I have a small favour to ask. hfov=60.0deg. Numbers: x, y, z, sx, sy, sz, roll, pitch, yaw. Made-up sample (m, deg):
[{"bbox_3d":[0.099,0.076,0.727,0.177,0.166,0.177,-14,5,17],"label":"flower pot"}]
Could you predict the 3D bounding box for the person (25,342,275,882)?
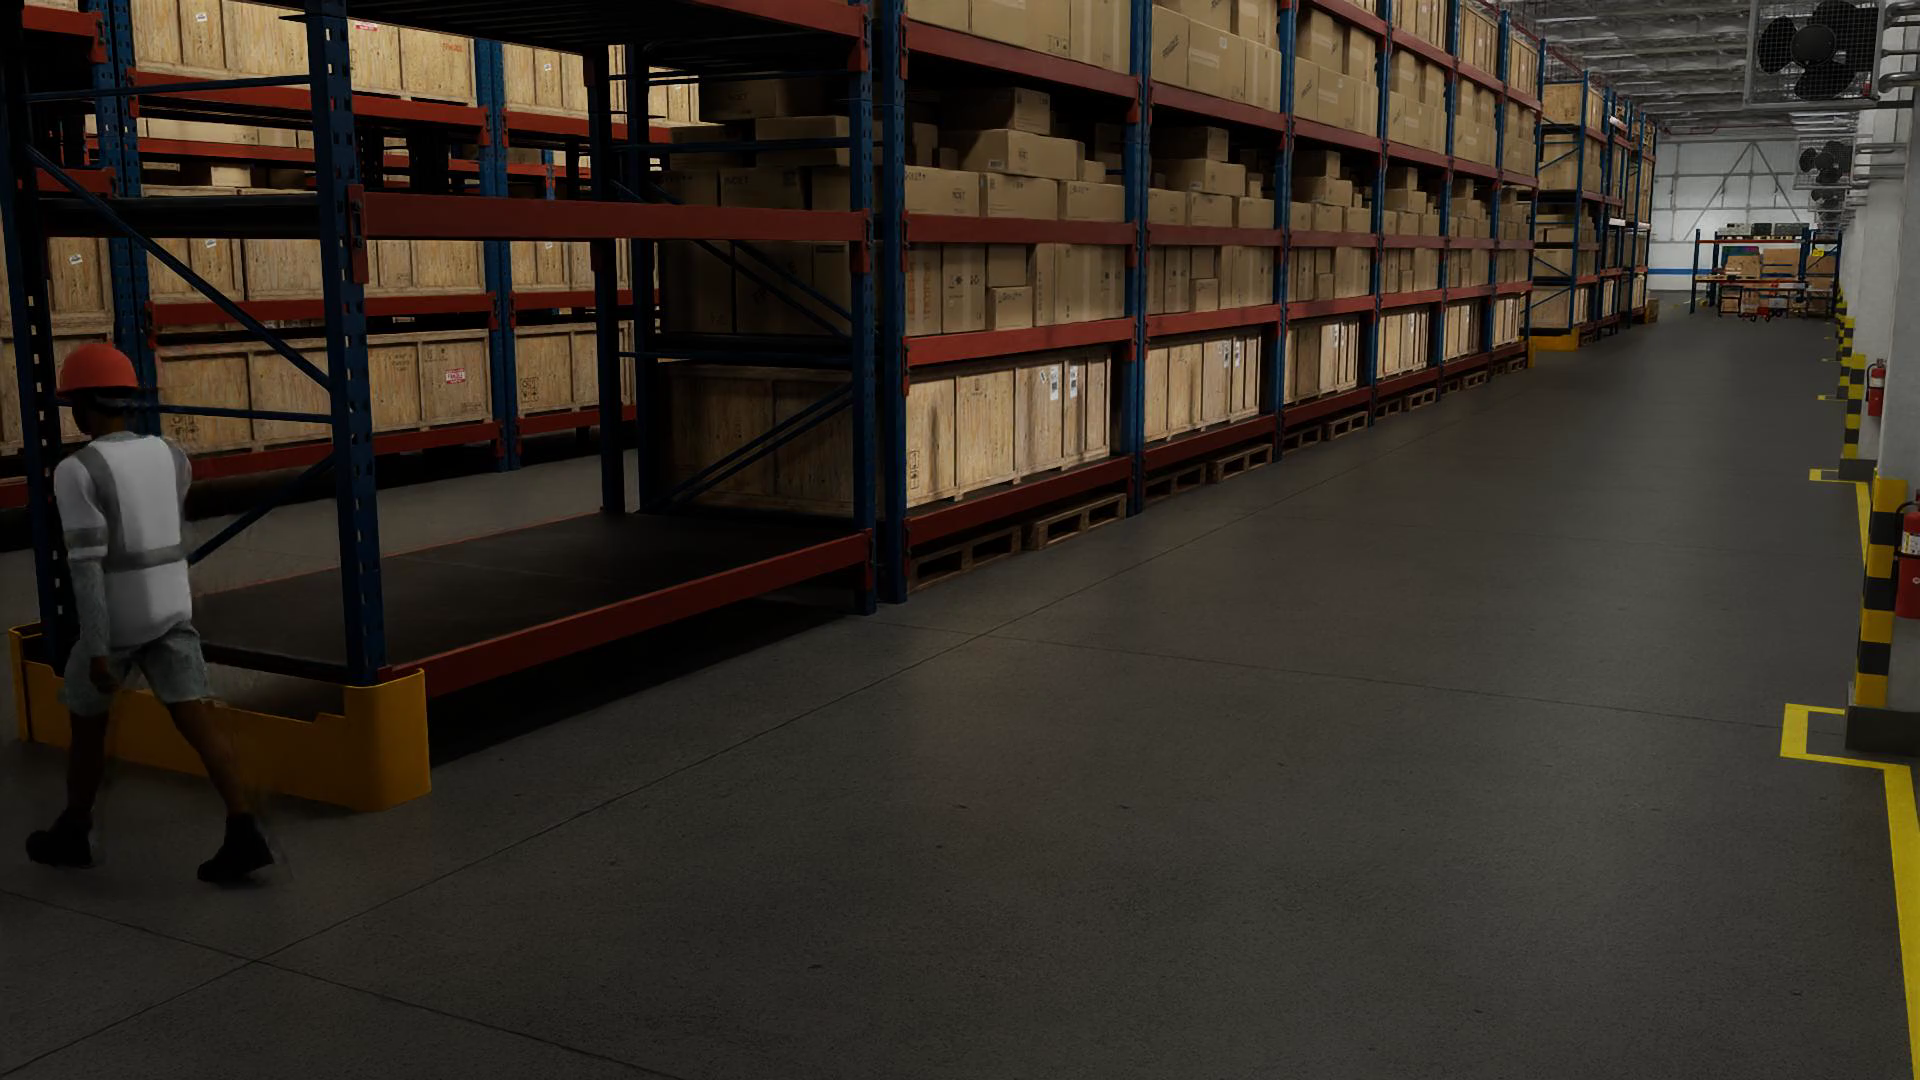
[{"bbox_3d":[-2.838,0.257,5.769,1.021,1.880,0.543,5,11,25],"label":"person"}]
